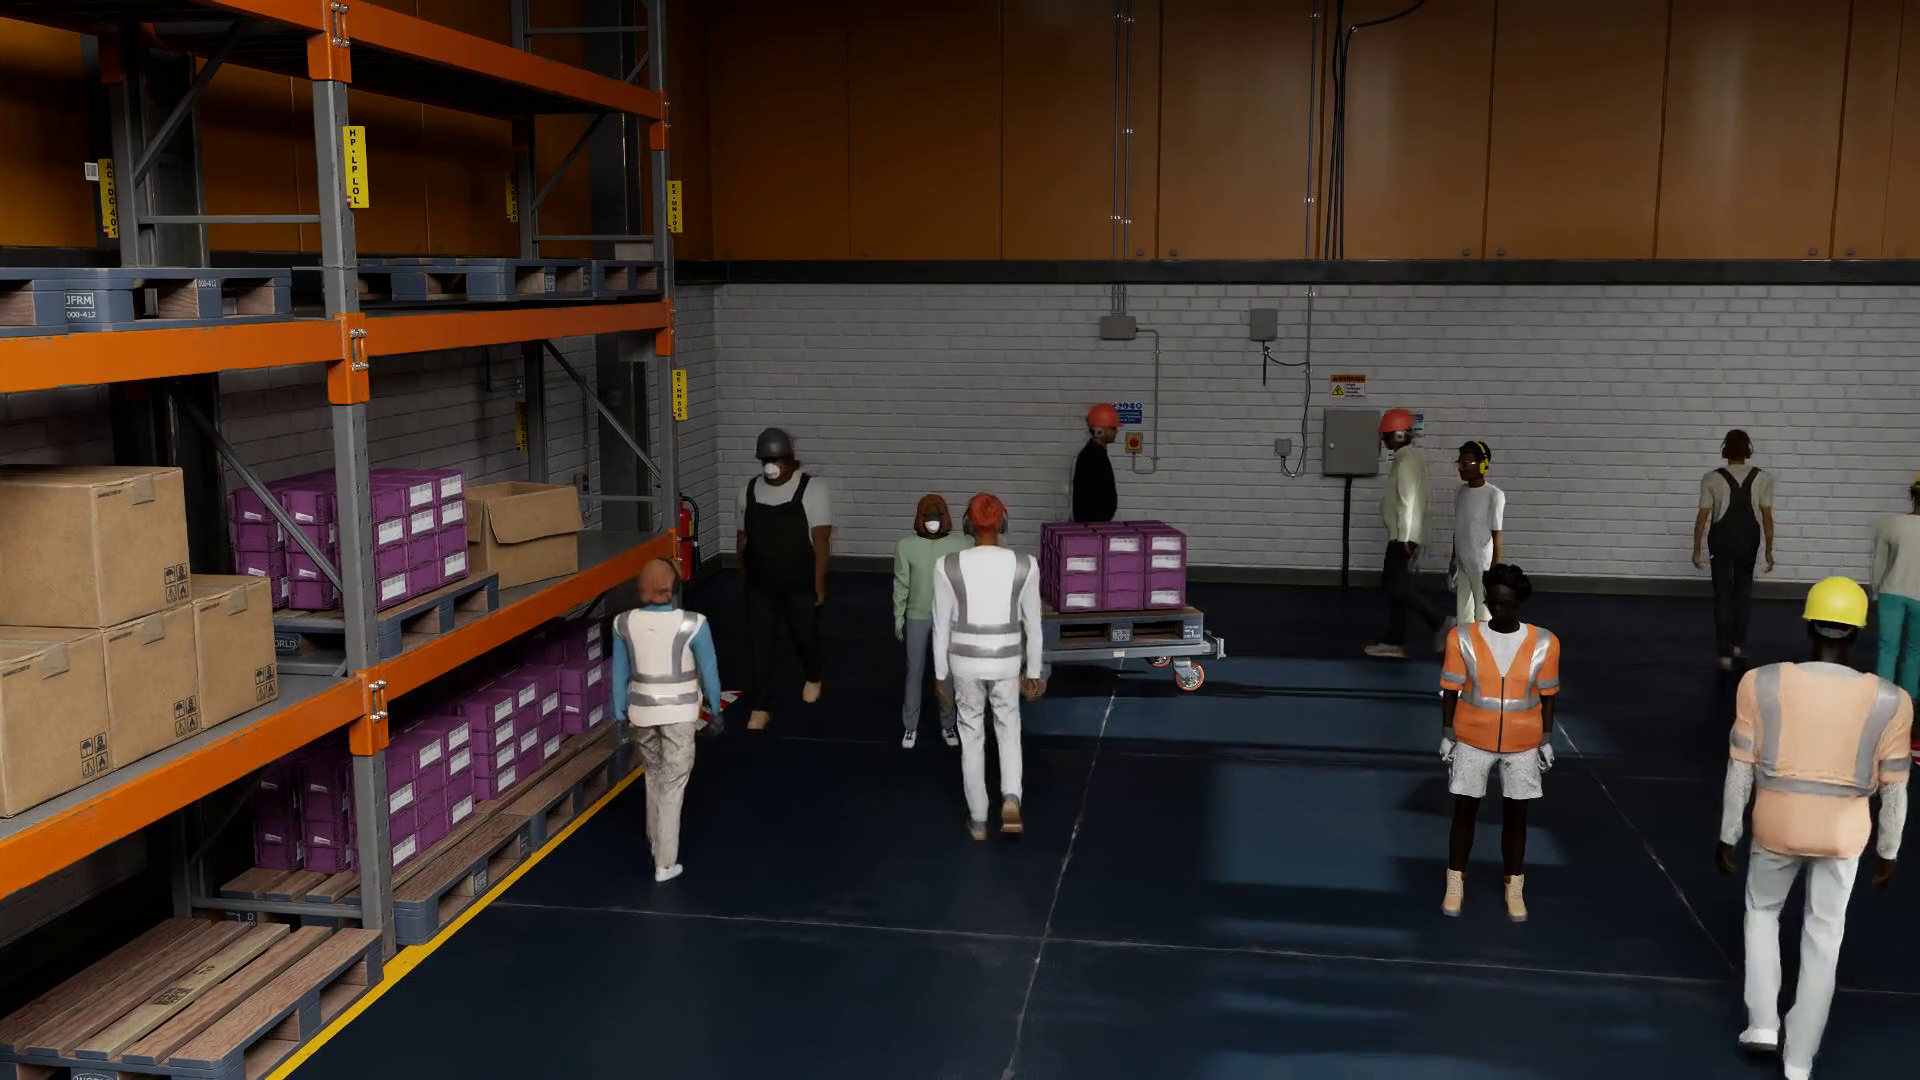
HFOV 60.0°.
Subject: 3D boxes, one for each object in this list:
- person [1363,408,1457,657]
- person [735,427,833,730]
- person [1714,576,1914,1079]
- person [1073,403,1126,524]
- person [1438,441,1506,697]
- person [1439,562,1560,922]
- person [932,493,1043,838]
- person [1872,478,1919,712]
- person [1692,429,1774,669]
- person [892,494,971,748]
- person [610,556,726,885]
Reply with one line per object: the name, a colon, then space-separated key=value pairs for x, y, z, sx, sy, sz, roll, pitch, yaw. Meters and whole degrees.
person: x=3.525 y=-0.033 z=12.940 sx=0.686 sy=1.963 sz=0.643 roll=3 pitch=10 yaw=20
person: x=-1.186 y=0.200 z=11.264 sx=0.686 sy=2.000 sz=0.882 roll=1 pitch=9 yaw=7
person: x=3.180 y=1.080 z=6.227 sx=0.631 sy=1.909 sz=0.490 roll=4 pitch=10 yaw=24
person: x=1.122 y=-0.117 z=13.407 sx=0.428 sy=1.977 sz=0.603 roll=2 pitch=10 yaw=14
person: x=3.593 y=0.231 z=11.644 sx=0.323 sy=1.862 sz=0.510 roll=-3 pitch=10 yaw=-20
person: x=2.505 y=0.938 z=7.760 sx=0.540 sy=1.698 sz=0.317 roll=2 pitch=9 yaw=13
person: x=0.144 y=0.689 z=8.766 sx=0.579 sy=1.872 sz=0.518 roll=-1 pitch=9 yaw=-5
person: x=6.350 y=0.397 z=11.102 sx=0.536 sy=1.709 sz=0.879 roll=7 pitch=12 yaw=37
person: x=5.937 y=0.054 z=12.814 sx=0.555 sy=1.824 sz=0.676 roll=2 pitch=9 yaw=13
person: x=-0.176 y=0.512 z=10.587 sx=0.507 sy=1.631 sz=0.265 roll=-1 pitch=9 yaw=-6
person: x=-1.446 y=0.881 z=8.376 sx=0.521 sy=1.618 sz=0.642 roll=2 pitch=10 yaw=14
